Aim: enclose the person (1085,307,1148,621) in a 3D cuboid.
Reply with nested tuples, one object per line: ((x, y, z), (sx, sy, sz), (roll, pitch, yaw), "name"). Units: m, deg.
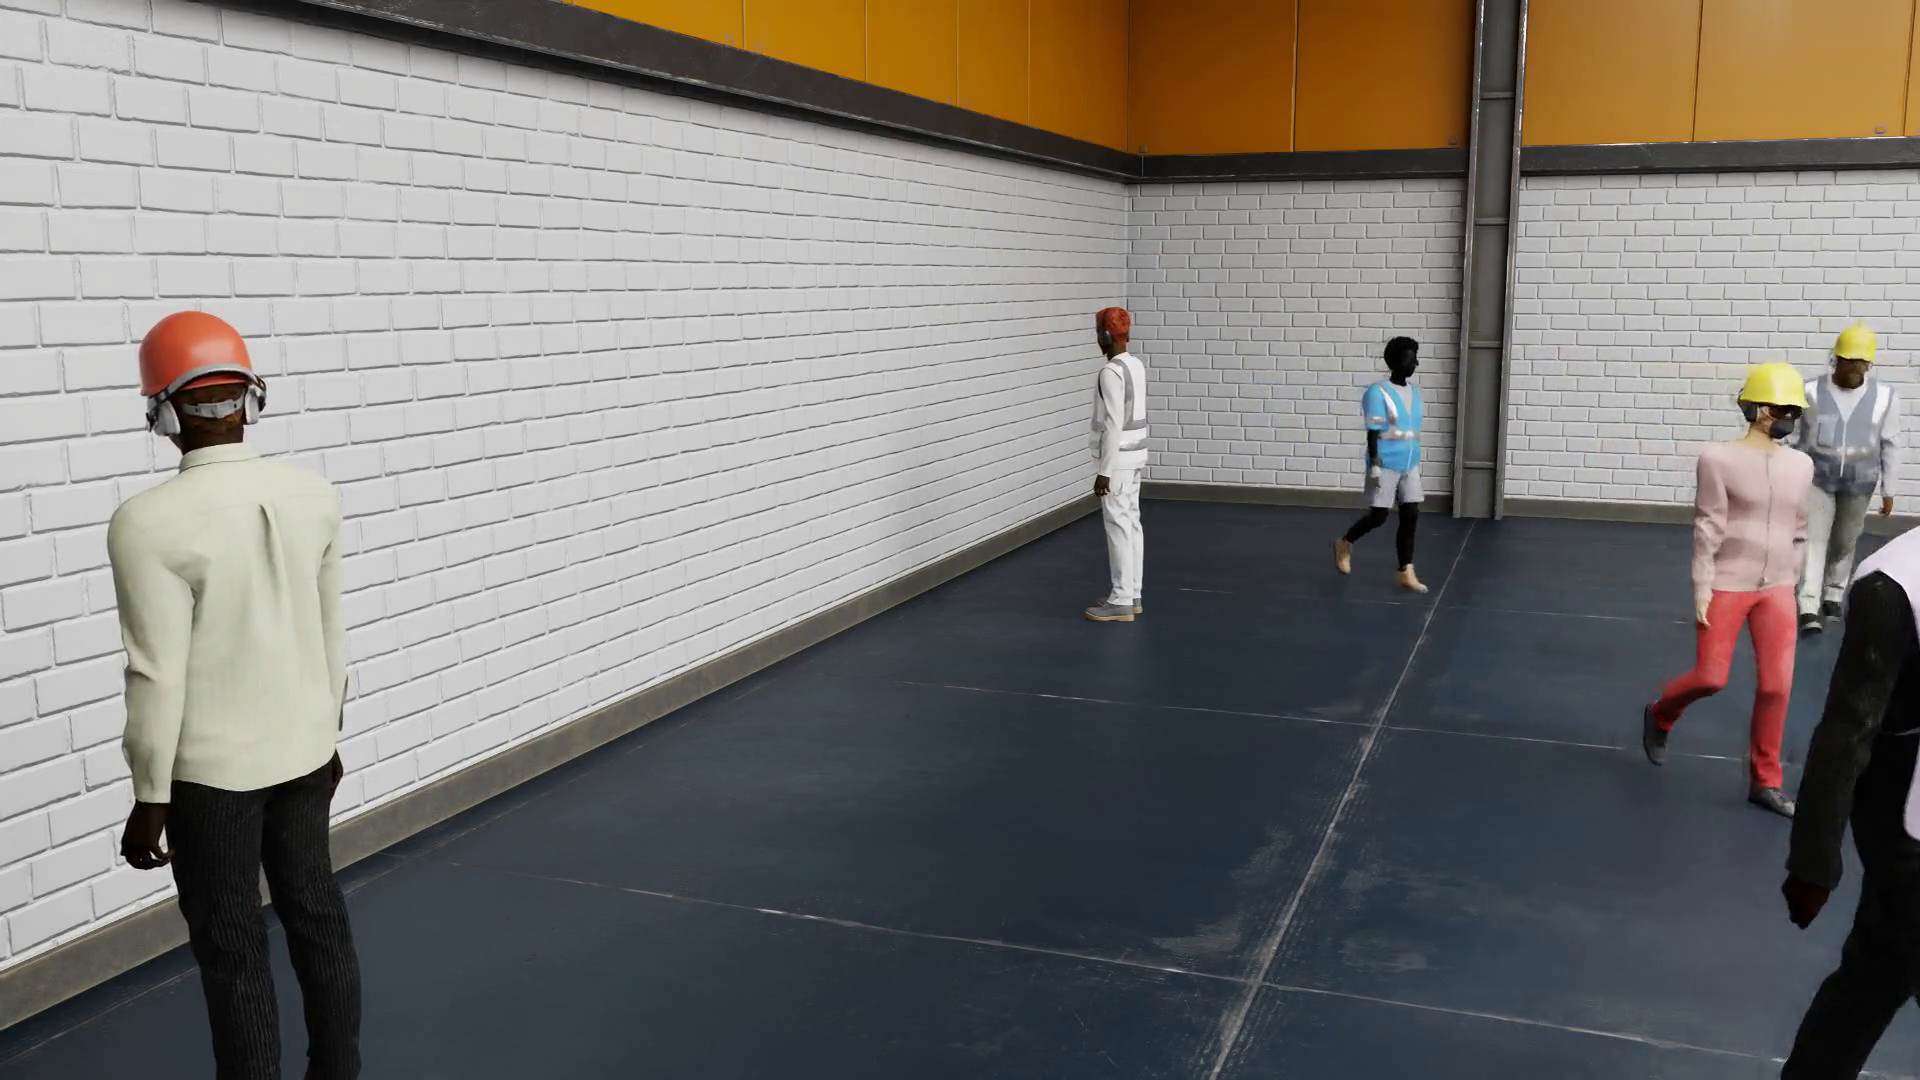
((0.945, -0.453, 9.996), (0.349, 1.882, 0.577), (4, 10, 22), "person")

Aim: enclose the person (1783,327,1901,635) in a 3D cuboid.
((5.129, -0.348, 9.699), (0.612, 1.770, 0.938), (3, 10, 21), "person")

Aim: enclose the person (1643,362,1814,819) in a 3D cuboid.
((3.062, 0.163, 6.551), (0.527, 1.743, 0.697), (-2, 9, -10), "person")

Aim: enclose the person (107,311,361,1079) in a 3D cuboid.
((-1.637, 0.487, 3.755), (0.395, 1.988, 0.614), (4, 10, 22), "person")

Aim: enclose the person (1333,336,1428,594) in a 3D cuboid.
((2.808, -0.505, 10.947), (0.541, 1.678, 0.631), (-5, 10, -30), "person")

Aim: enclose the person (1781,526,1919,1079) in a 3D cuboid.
((2.061, 0.618, 3.331), (0.607, 1.868, 0.997), (-6, 11, -33), "person")
